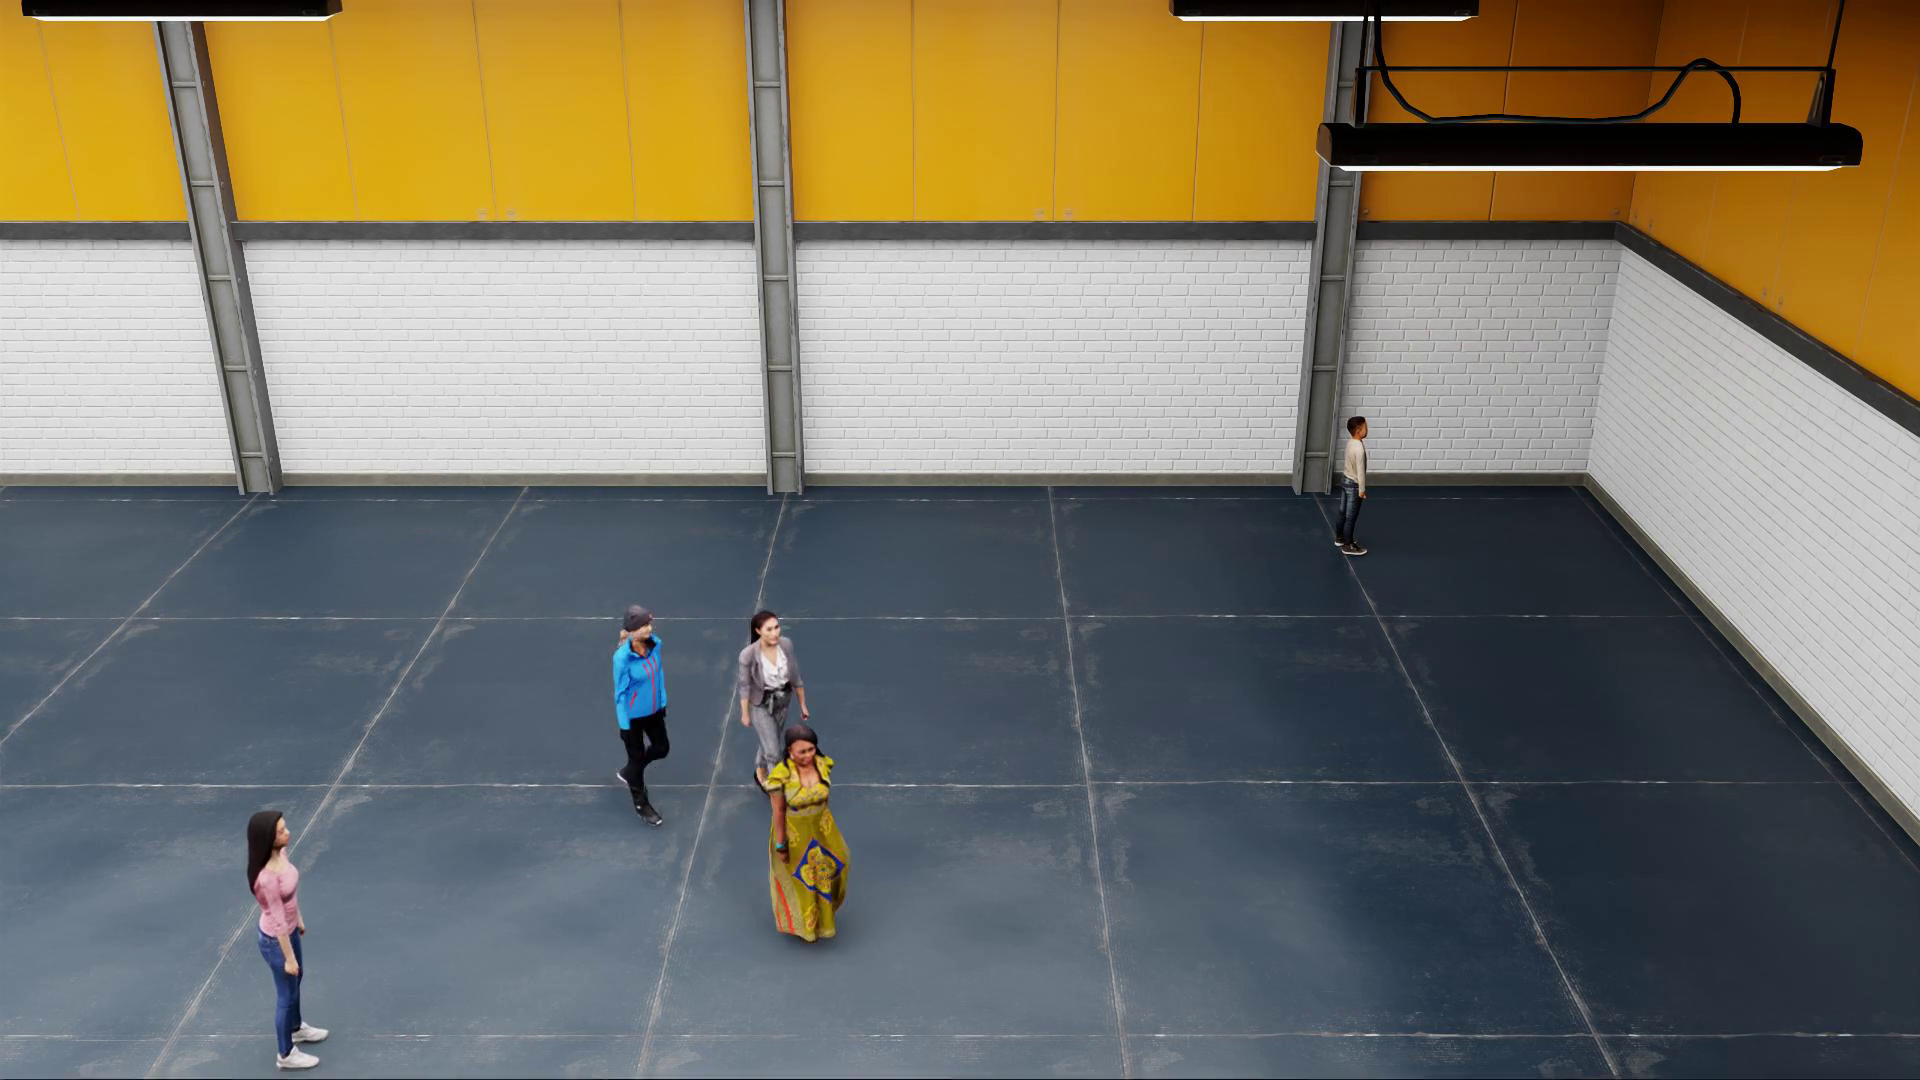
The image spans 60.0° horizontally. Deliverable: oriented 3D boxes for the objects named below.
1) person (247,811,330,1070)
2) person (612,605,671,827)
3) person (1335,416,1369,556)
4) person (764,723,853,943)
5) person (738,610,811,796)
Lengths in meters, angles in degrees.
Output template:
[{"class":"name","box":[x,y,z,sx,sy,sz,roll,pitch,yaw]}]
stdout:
[{"class":"person","box":[-4.095,2.394,10.043,0.549,1.740,0.583,-3,24,-8]},{"class":"person","box":[-2.456,1.279,12.527,0.929,1.794,0.863,21,31,39]},{"class":"person","box":[4.059,-0.581,17.192,0.532,1.465,0.569,-3,24,-6]},{"class":"person","box":[-1.098,1.943,11.190,0.951,1.647,1.029,-16,28,-33]},{"class":"person","box":[-1.494,1.272,12.733,1.048,1.641,1.056,-18,29,-35]}]
